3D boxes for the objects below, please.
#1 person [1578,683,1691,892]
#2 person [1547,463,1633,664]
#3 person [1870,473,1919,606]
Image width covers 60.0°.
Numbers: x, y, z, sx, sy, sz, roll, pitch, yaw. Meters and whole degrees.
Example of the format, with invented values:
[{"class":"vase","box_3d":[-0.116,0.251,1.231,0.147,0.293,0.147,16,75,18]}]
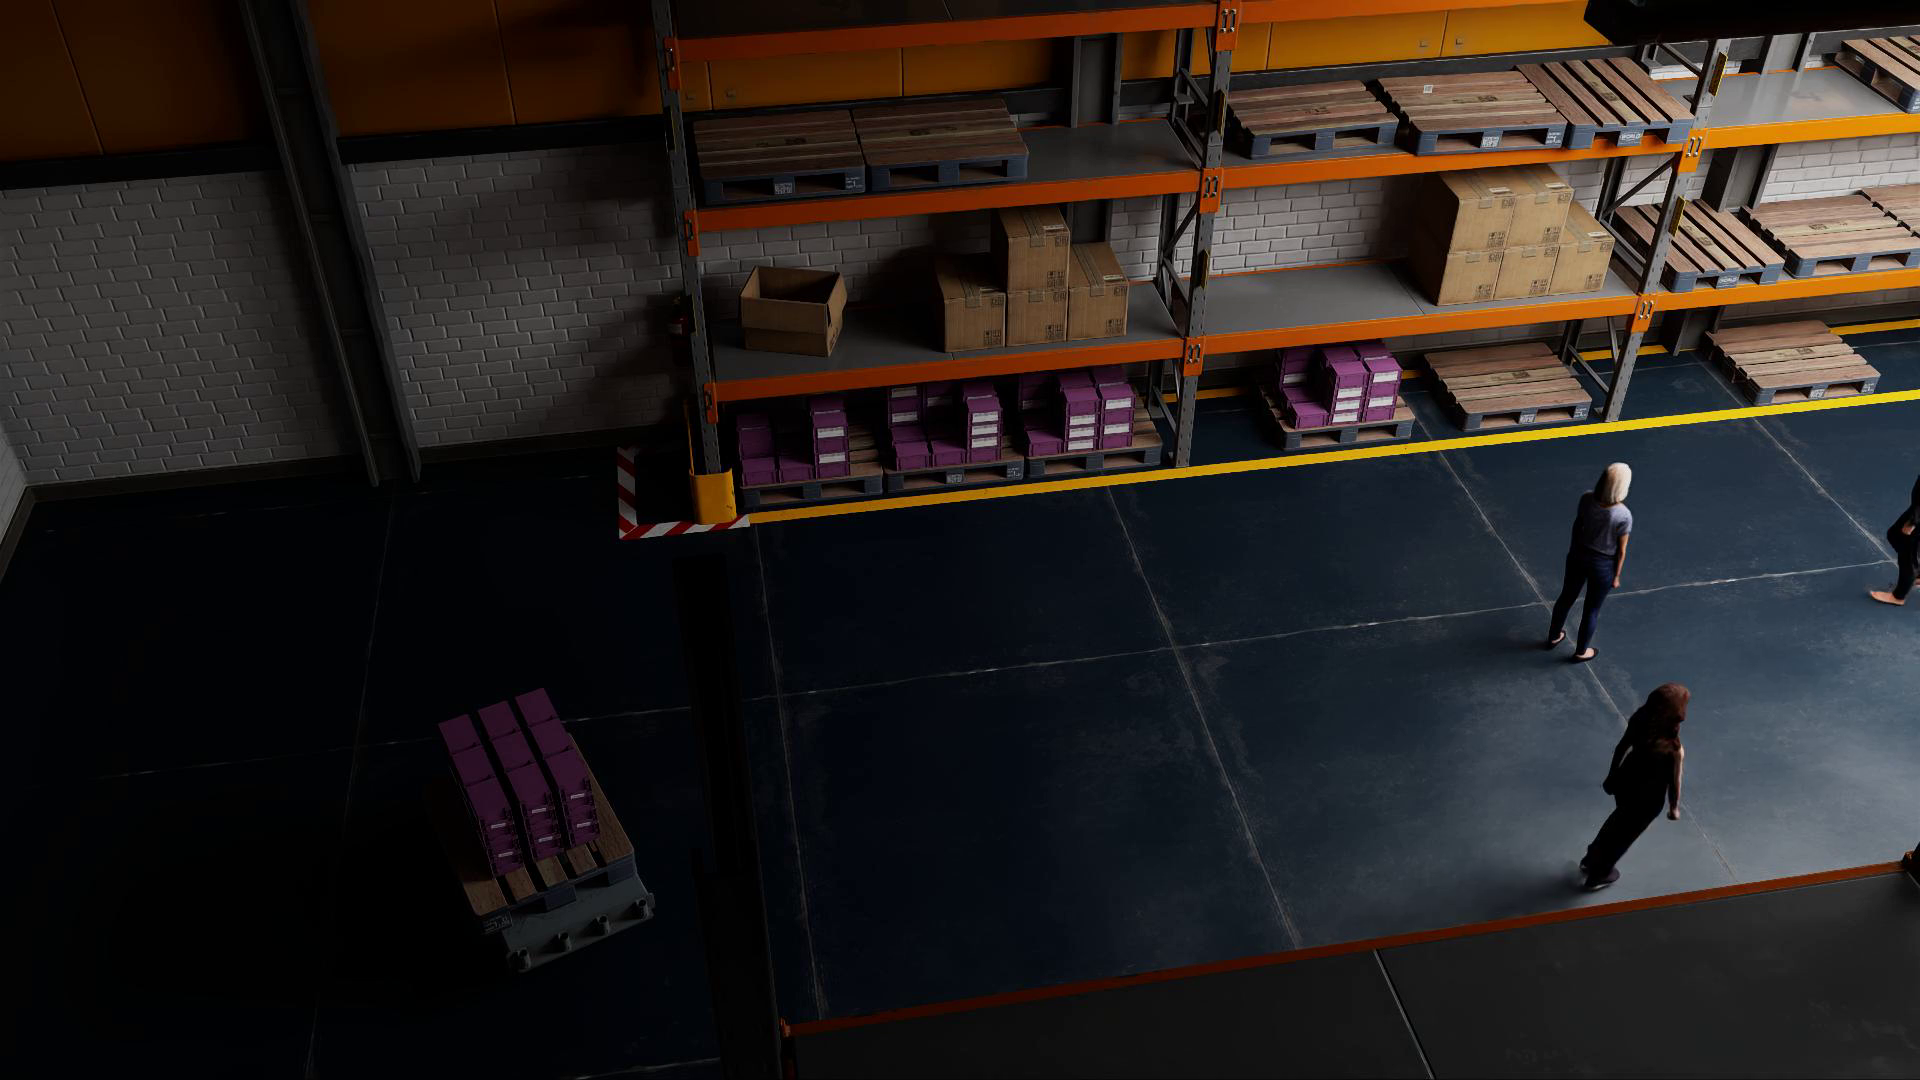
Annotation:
[{"class":"person","box_3d":[4.108,1.577,10.268,0.690,1.732,0.650,-15,41,-18]},{"class":"person","box_3d":[4.587,0.155,12.056,0.665,1.722,0.657,-27,46,-30]},{"class":"person","box_3d":[7.372,-0.193,12.499,0.797,1.713,0.748,19,42,22]}]
